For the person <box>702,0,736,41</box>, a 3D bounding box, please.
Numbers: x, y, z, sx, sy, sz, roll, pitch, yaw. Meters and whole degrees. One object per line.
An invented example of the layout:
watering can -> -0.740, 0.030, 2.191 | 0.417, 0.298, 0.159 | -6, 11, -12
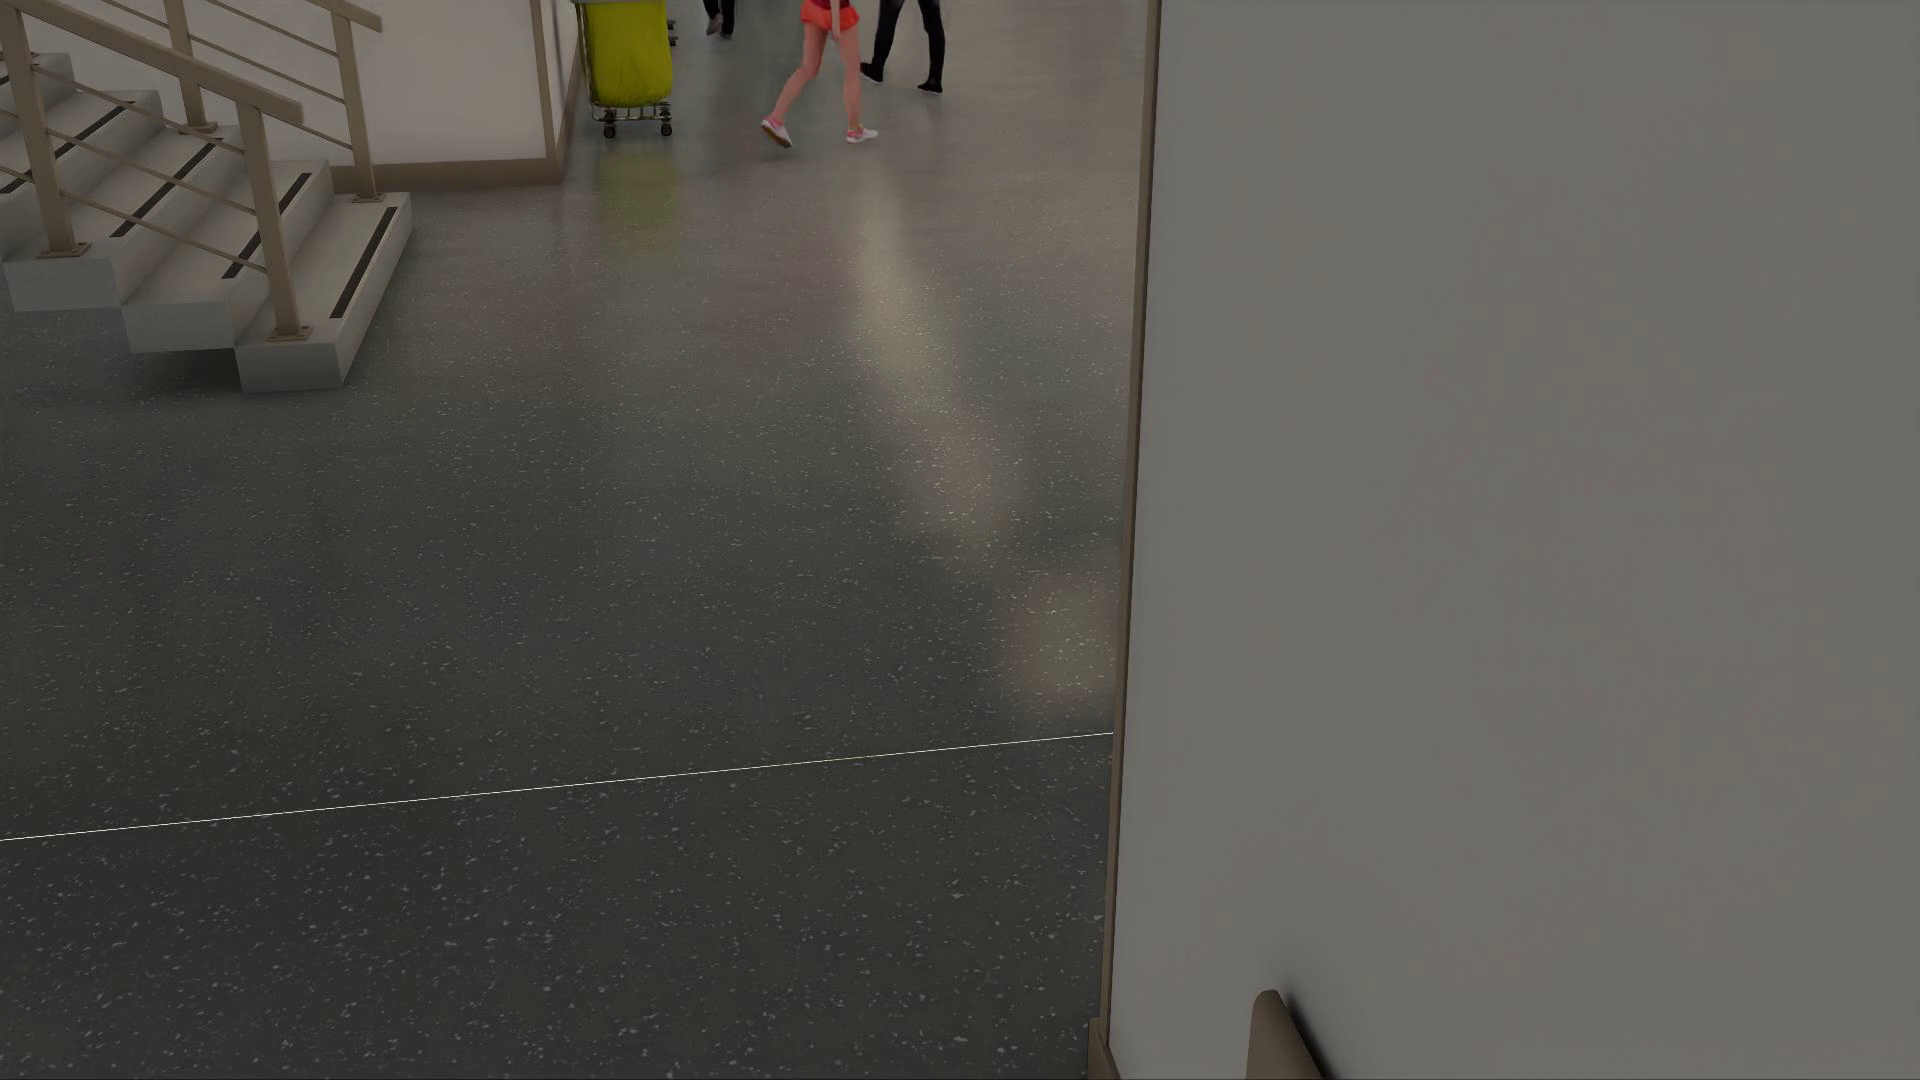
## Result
person -> -2.155, -5.293, 14.658 | 0.677, 1.745, 0.790 | -11, 28, -21

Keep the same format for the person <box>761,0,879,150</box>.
person -> -0.931, -3.366, 10.689 | 1.171, 1.722, 0.971 | -22, 34, -38

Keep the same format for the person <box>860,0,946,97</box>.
person -> -0.295, -4.208, 12.345 | 1.133, 1.801, 1.004 | -15, 29, -28
